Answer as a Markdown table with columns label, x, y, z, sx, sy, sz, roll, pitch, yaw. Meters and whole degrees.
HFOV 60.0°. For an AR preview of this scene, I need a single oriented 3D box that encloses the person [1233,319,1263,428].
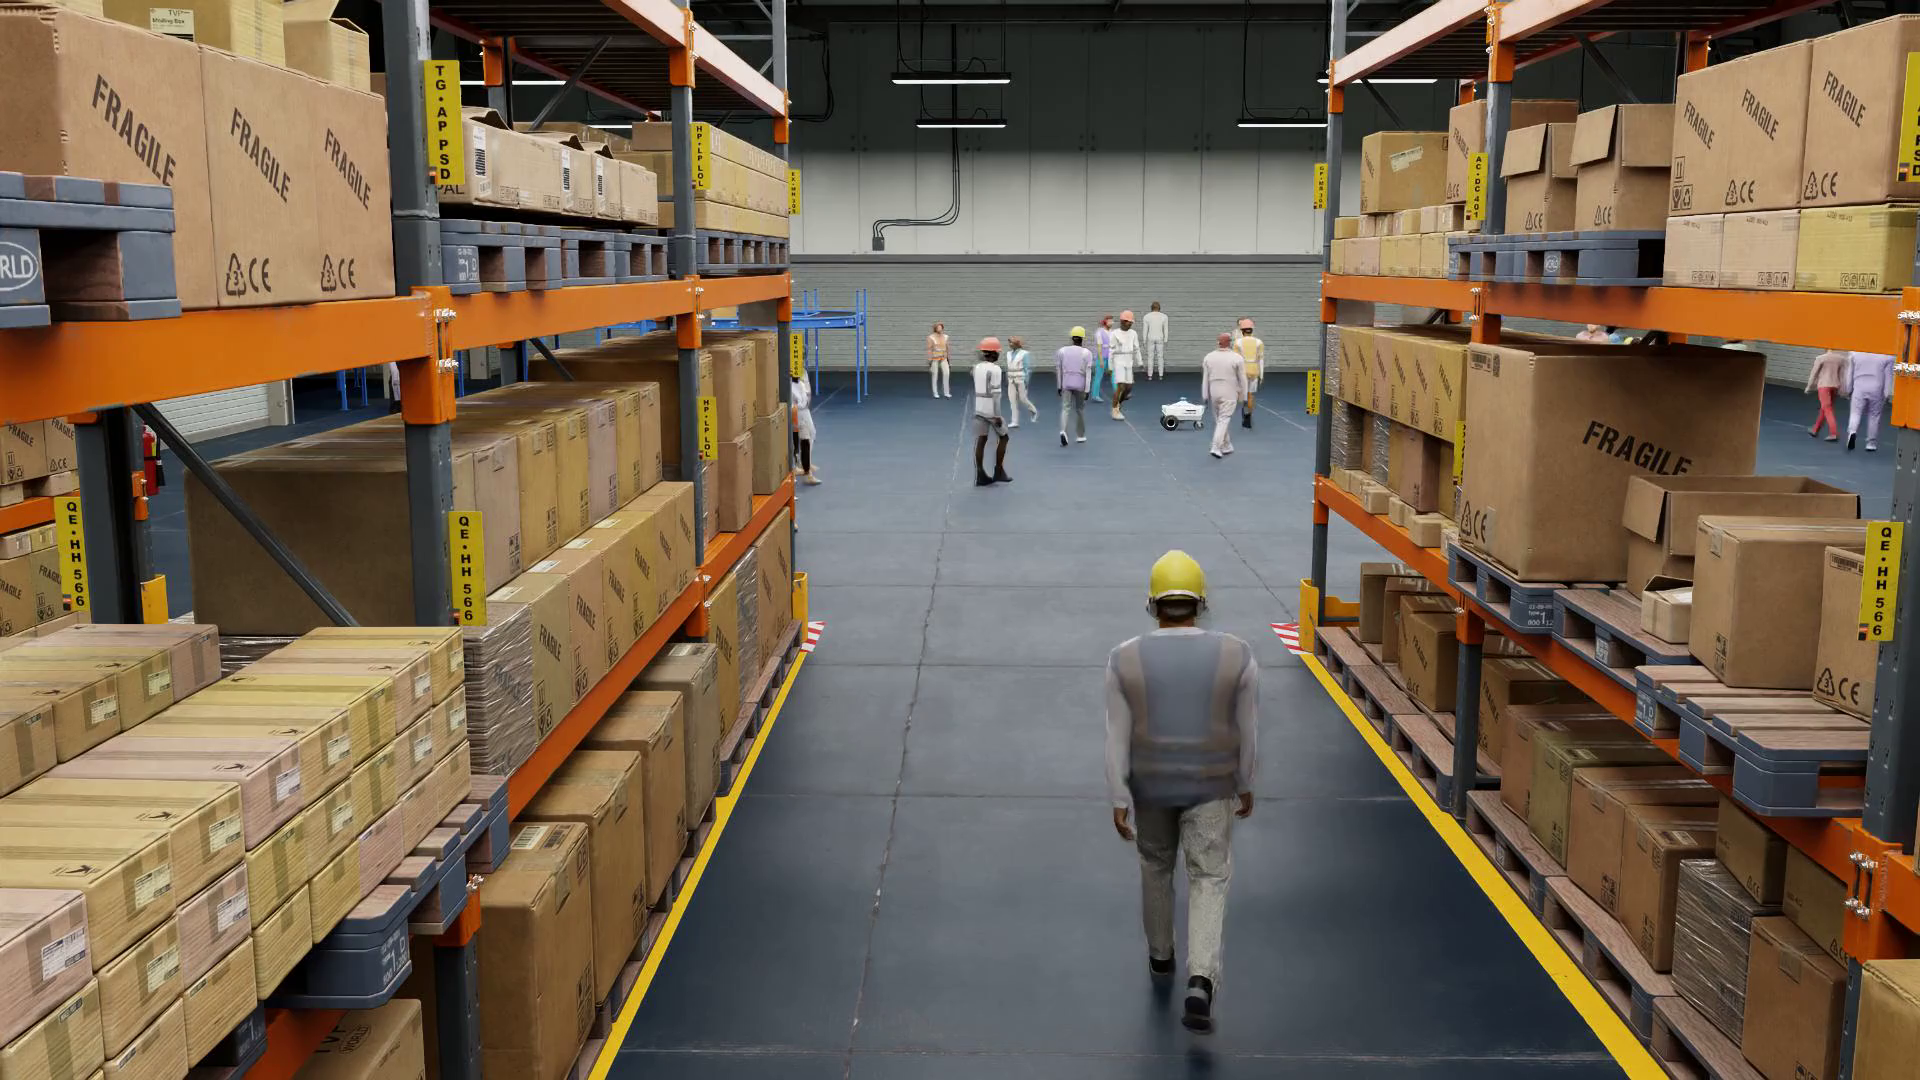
| label | x | y | z | sx | sy | sz | roll | pitch | yaw |
| --- | --- | --- | --- | --- | --- | --- | --- | --- | --- |
| person | 5.071 | -2.929 | 29.268 | 0.562 | 1.918 | 0.592 | -1 | 10 | -4 |

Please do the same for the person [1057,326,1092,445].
| label | x | y | z | sx | sy | sz | roll | pitch | yaw |
| --- | --- | --- | --- | --- | --- | --- | --- | --- | --- |
| person | 1.817 | -2.480 | 26.652 | 0.597 | 1.896 | 0.910 | 3 | 10 | 18 |

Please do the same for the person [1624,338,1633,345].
| label | x | y | z | sx | sy | sz | roll | pitch | yaw |
| --- | --- | --- | --- | --- | --- | --- | --- | --- | --- |
| person | 10.545 | -2.319 | 26.206 | 0.512 | 1.700 | 0.849 | 0 | 9 | -2 |

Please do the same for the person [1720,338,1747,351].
| label | x | y | z | sx | sy | sz | roll | pitch | yaw |
| --- | --- | --- | --- | --- | --- | --- | --- | --- | --- |
| person | 14.731 | -3.194 | 31.715 | 0.520 | 1.618 | 0.495 | 2 | 10 | 11 |

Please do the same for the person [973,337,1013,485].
| label | x | y | z | sx | sy | sz | roll | pitch | yaw |
| --- | --- | --- | --- | --- | --- | --- | --- | --- | --- |
| person | 0.461 | -1.694 | 21.844 | 0.649 | 1.919 | 0.570 | -7 | 12 | -37 |

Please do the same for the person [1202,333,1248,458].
| label | x | y | z | sx | sy | sz | roll | pitch | yaw |
| --- | --- | --- | --- | --- | --- | --- | --- | --- | --- |
| person | 3.965 | -2.170 | 24.920 | 0.651 | 1.861 | 1.013 | 6 | 11 | 32 |

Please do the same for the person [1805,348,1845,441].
| label | x | y | z | sx | sy | sz | roll | pitch | yaw |
| --- | --- | --- | --- | --- | --- | --- | --- | --- | --- |
| person | 14.188 | -2.494 | 27.258 | 0.530 | 1.717 | 0.922 | -2 | 10 | -13 |

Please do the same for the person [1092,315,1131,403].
| label | x | y | z | sx | sy | sz | roll | pitch | yaw |
| --- | --- | --- | --- | --- | --- | --- | --- | --- | --- |
| person | 3.104 | -3.734 | 34.390 | 0.943 | 1.801 | 0.599 | 9 | 13 | 43 |

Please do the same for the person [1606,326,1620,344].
| label | x | y | z | sx | sy | sz | roll | pitch | yaw |
| --- | --- | --- | --- | --- | --- | --- | --- | --- | --- |
| person | 13.635 | -3.787 | 35.111 | 0.746 | 1.665 | 0.552 | 8 | 12 | 38 |

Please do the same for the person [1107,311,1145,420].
| label | x | y | z | sx | sy | sz | roll | pitch | yaw |
| --- | --- | --- | --- | --- | --- | --- | --- | --- | --- |
| person | 3.025 | -3.250 | 30.891 | 0.621 | 2.012 | 0.656 | -6 | 11 | -33 |

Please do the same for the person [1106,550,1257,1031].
| label | x | y | z | sx | sy | sz | roll | pitch | yaw |
| --- | --- | --- | --- | --- | --- | --- | --- | --- | --- |
| person | 0.850 | 0.943 | 6.423 | 0.583 | 1.805 | 0.856 | 2 | 10 | 9 |

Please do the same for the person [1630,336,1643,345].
| label | x | y | z | sx | sy | sz | roll | pitch | yaw |
| --- | --- | --- | --- | --- | --- | --- | --- | --- | --- |
| person | 9.506 | -1.927 | 23.415 | 0.376 | 1.868 | 0.563 | -3 | 10 | -18 |

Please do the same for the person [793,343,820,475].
| label | x | y | z | sx | sy | sz | roll | pitch | yaw |
| --- | --- | --- | --- | --- | --- | --- | --- | --- | --- |
| person | -2.174 | -1.806 | 22.819 | 0.595 | 1.826 | 0.636 | 2 | 10 | 13 |

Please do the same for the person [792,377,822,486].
| label | x | y | z | sx | sy | sz | roll | pitch | yaw |
| --- | --- | --- | --- | --- | --- | --- | --- | --- | --- |
| person | -2.250 | -1.561 | 21.827 | 0.825 | 1.670 | 0.541 | 5 | 11 | 27 |

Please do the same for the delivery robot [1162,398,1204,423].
| label | x | y | z | sx | sy | sz | roll | pitch | yaw |
| --- | --- | --- | --- | --- | --- | --- | --- | --- | --- |
| delivery robot | 3.901 | -2.247 | 29.093 | 0.707 | 0.478 | 0.477 | 0 | 10 | 1 |

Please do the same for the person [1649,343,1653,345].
| label | x | y | z | sx | sy | sz | roll | pitch | yaw |
| --- | --- | --- | --- | --- | --- | --- | --- | --- | --- |
| person | 8.746 | -1.599 | 21.362 | 0.593 | 1.905 | 0.736 | 3 | 10 | 19 |

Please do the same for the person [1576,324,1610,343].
| label | x | y | z | sx | sy | sz | roll | pitch | yaw |
| --- | --- | --- | --- | --- | --- | --- | --- | --- | --- |
| person | 12.099 | -3.345 | 31.885 | 0.642 | 1.878 | 0.845 | 8 | 12 | 40 |

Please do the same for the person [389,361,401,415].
| label | x | y | z | sx | sy | sz | roll | pitch | yaw |
| --- | --- | --- | --- | --- | --- | --- | --- | --- | --- |
| person | -7.669 | -1.896 | 23.086 | 0.587 | 1.913 | 0.391 | 4 | 10 | 24 |

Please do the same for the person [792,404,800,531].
| label | x | y | z | sx | sy | sz | roll | pitch | yaw |
| --- | --- | --- | --- | --- | --- | --- | --- | --- | --- |
| person | -1.984 | -0.925 | 17.914 | 0.540 | 1.695 | 0.317 | 0 | 9 | 1 |

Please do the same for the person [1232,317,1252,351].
| label | x | y | z | sx | sy | sz | roll | pitch | yaw |
| --- | --- | --- | --- | --- | --- | --- | --- | --- | --- |
| person | 6.648 | -4.419 | 39.064 | 0.515 | 1.624 | 0.659 | 7 | 12 | 35 |

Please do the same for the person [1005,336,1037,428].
| label | x | y | z | sx | sy | sz | roll | pitch | yaw |
| --- | --- | --- | --- | --- | --- | --- | --- | --- | --- |
| person | 1.066 | -2.813 | 29.464 | 0.529 | 1.615 | 0.597 | 8 | 13 | 41 |

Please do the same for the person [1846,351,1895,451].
| label | x | y | z | sx | sy | sz | roll | pitch | yaw |
| --- | --- | --- | --- | --- | --- | --- | --- | --- | --- |
| person | 13.961 | -2.297 | 25.546 | 0.652 | 1.888 | 0.725 | 7 | 12 | 36 |

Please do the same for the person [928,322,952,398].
| label | x | y | z | sx | sy | sz | roll | pitch | yaw |
| --- | --- | --- | --- | --- | --- | --- | --- | --- | --- |
| person | -0.419 | -3.827 | 35.515 | 0.552 | 1.613 | 0.665 | -4 | 10 | -25 |

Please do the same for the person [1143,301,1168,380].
| label | x | y | z | sx | sy | sz | roll | pitch | yaw |
| --- | --- | --- | --- | --- | --- | --- | --- | --- | --- |
| person | 4.851 | -4.950 | 41.308 | 0.635 | 1.934 | 0.351 | 0 | 9 | 1 |
